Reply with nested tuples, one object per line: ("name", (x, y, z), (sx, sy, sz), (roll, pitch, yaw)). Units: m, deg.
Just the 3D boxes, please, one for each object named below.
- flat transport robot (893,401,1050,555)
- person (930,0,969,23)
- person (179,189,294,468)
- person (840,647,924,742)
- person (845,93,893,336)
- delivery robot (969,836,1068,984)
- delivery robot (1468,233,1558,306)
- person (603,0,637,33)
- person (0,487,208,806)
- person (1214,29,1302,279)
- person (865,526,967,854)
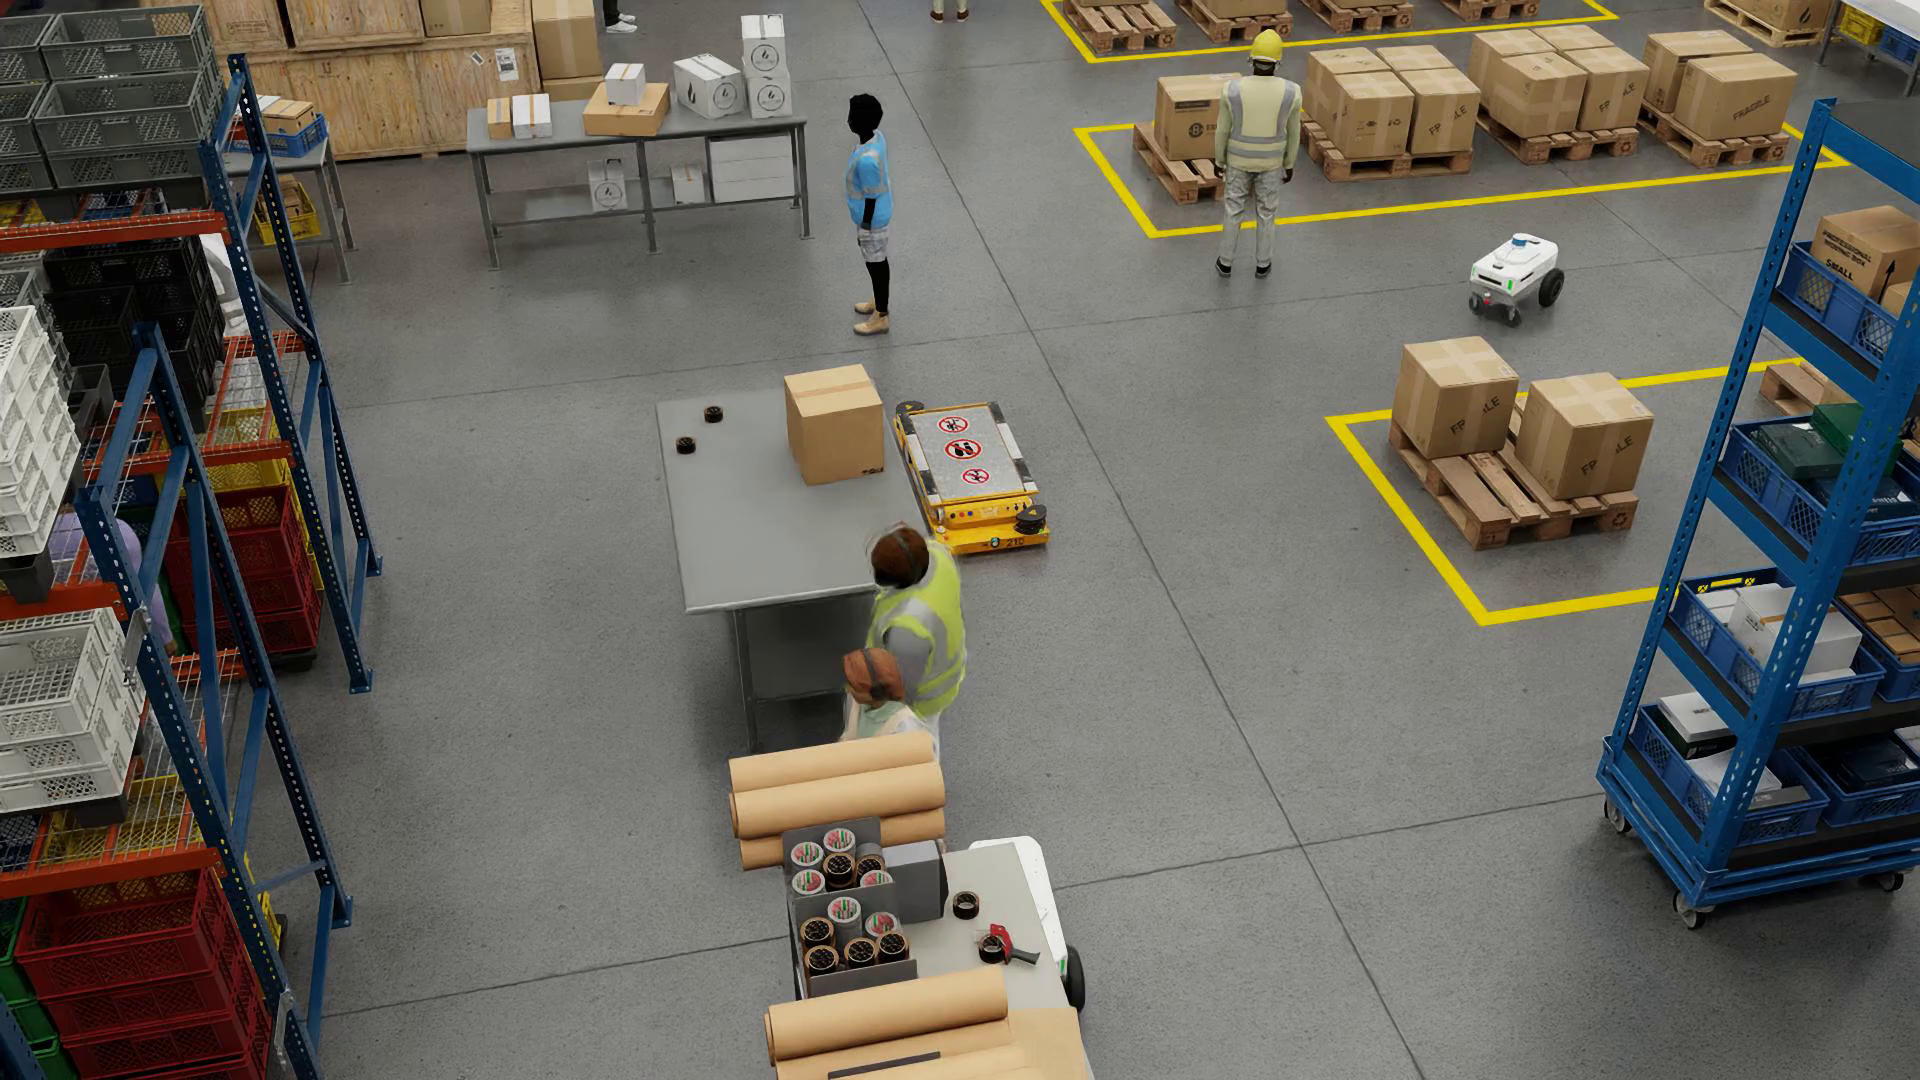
("flat transport robot", (0.046, -0.430, 10.108), (0.652, 0.197, 1.431), (-8, 37, -10))
("person", (-0.116, -6.035, 16.312), (0.532, 1.871, 0.319), (-3, 37, -4))
("person", (-4.349, -1.309, 9.948), (0.339, 1.882, 0.584), (-2, 37, -2))
("person", (-0.313, 1.097, 6.927), (0.344, 1.625, 0.530), (-22, 42, -27))
("person", (-0.616, -2.213, 11.317), (0.319, 1.697, 0.533), (1, 37, 1))
("delivery robot", (0.231, 1.591, 7.081), (0.477, 0.478, 0.707), (-5, 37, -7))
("delivery robot", (3.939, -1.941, 11.828), (0.477, 0.478, 0.707), (30, 46, 34))
("person", (-3.415, -5.897, 16.097), (0.389, 1.911, 0.591), (-9, 38, -12))
("person", (-3.895, 0.439, 7.559), (0.633, 1.932, 0.369), (-2, 37, -2))
("person", (2.114, -2.744, 11.920), (0.599, 1.832, 0.404), (4, 37, 5))
("person", (-0.198, 0.649, 7.375), (0.432, 1.820, 0.689), (8, 37, 10))
